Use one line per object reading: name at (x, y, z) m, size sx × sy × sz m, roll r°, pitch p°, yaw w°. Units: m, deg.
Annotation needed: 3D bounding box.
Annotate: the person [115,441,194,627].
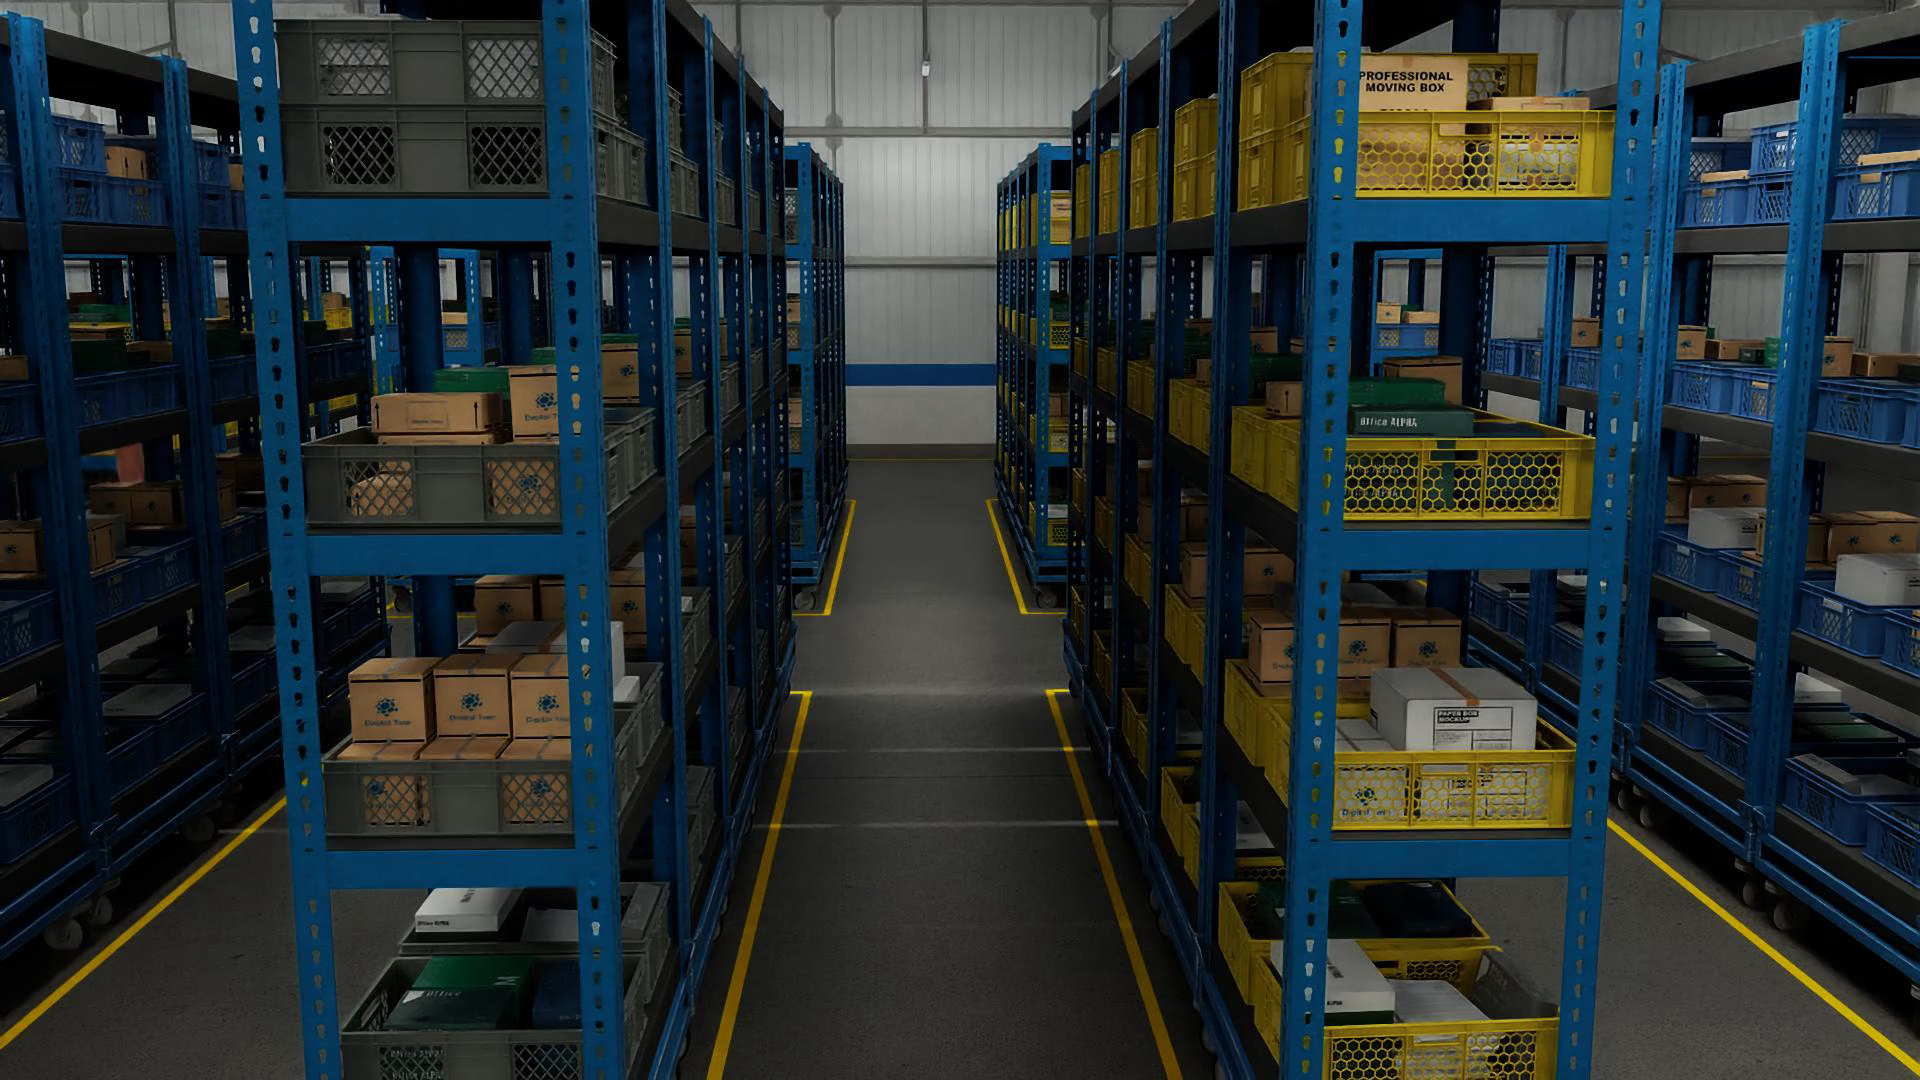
person at (-5.959, -0.314, 12.355) m, size 0.498 × 1.956 × 0.711 m, roll -9°, pitch 13°, yaw -44°
